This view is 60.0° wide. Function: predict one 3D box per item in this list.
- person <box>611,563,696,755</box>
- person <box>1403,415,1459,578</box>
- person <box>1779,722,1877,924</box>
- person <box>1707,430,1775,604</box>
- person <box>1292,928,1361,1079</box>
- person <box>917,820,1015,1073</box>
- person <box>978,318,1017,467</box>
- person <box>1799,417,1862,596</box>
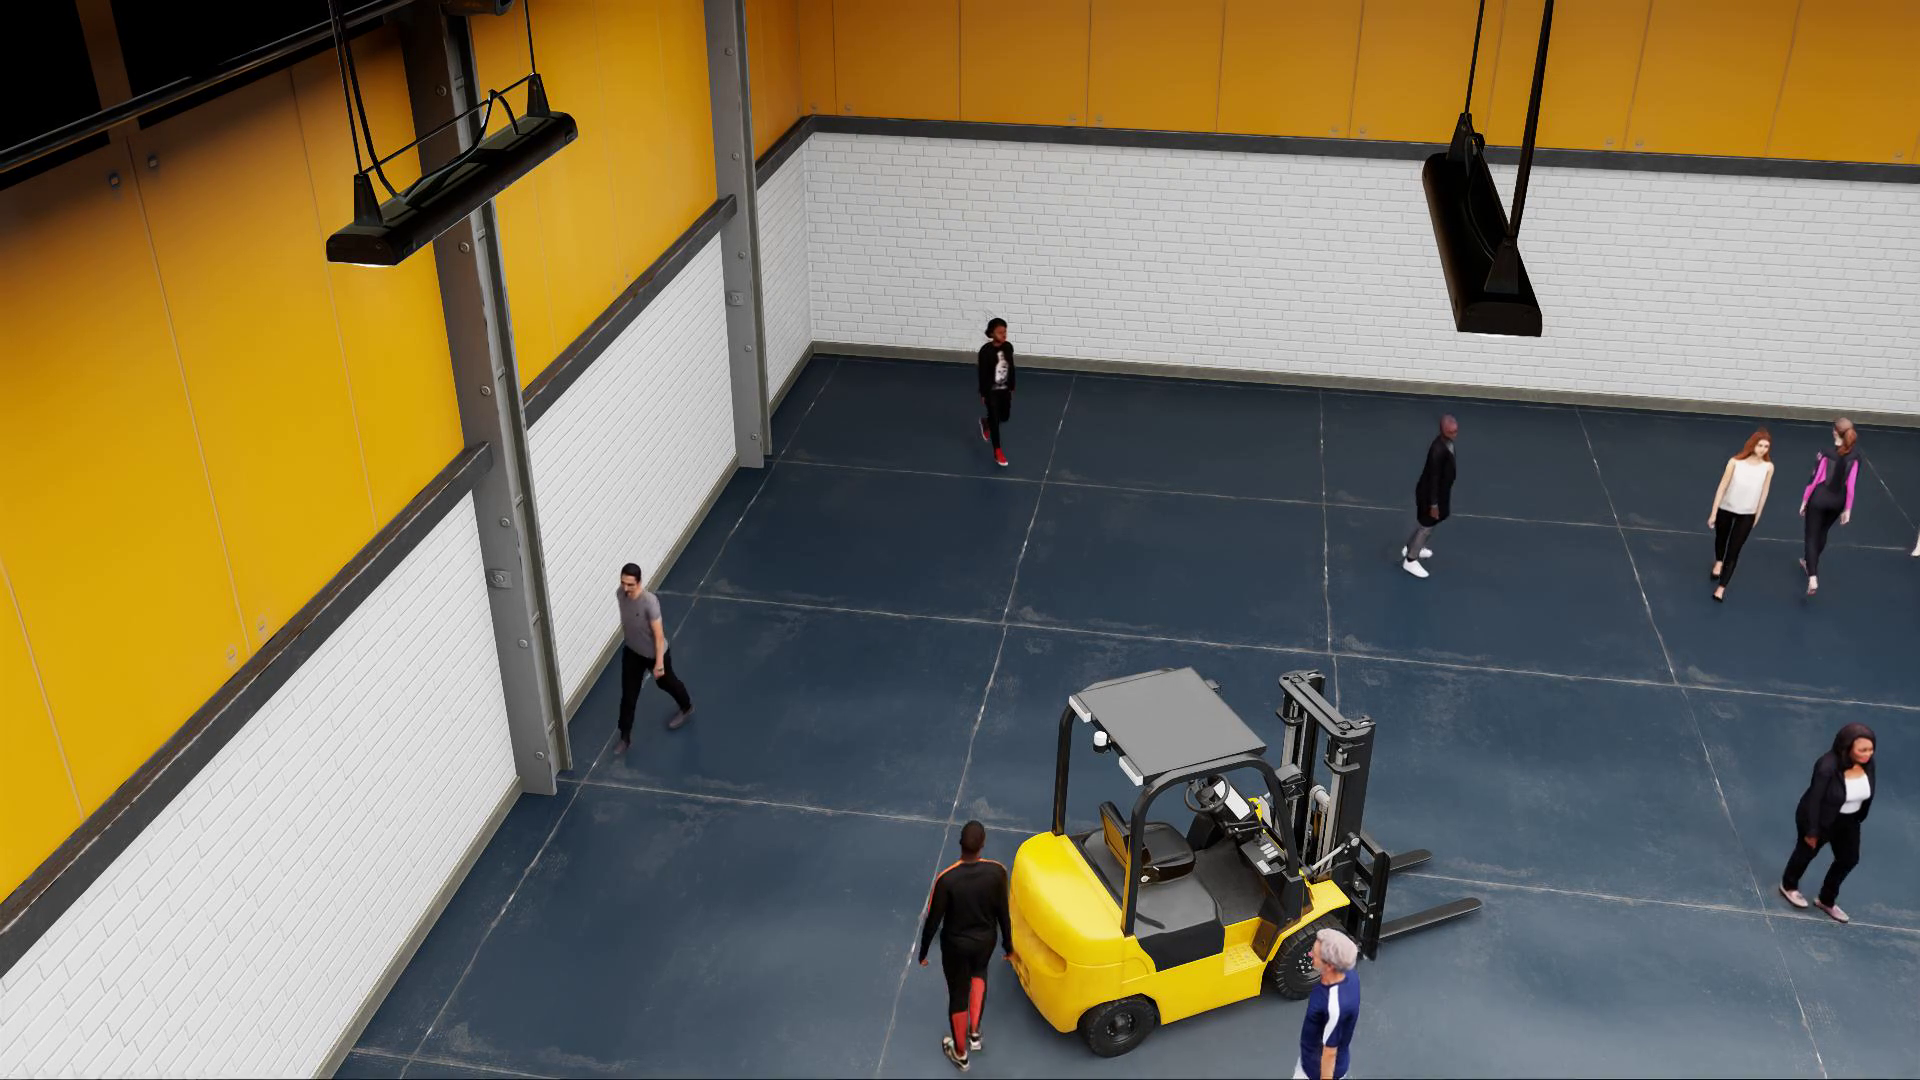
[{"bbox_3d":[-2.502,0.868,13.571,0.886,1.718,1.231,17,33,28],"label":"person"},{"bbox_3d":[4.489,-0.453,15.982,0.941,1.728,0.756,7,29,12],"label":"person"},{"bbox_3d":[6.083,1.920,11.766,0.835,1.600,0.890,-9,30,-17],"label":"person"},{"bbox_3d":[7.338,-0.287,15.741,0.842,1.668,1.195,15,32,25],"label":"person"},{"bbox_3d":[2.159,2.998,9.554,0.731,1.825,0.619,7,29,13],"label":"person"},{"bbox_3d":[0.097,2.570,10.373,0.851,1.793,0.829,-10,30,-17],"label":"person"},{"bbox_3d":[0.358,-1.672,18.287,0.910,1.660,1.021,-13,31,-23],"label":"person"},{"bbox_3d":[8.172,-0.281,15.690,0.605,1.705,1.104,6,29,12],"label":"person"}]
